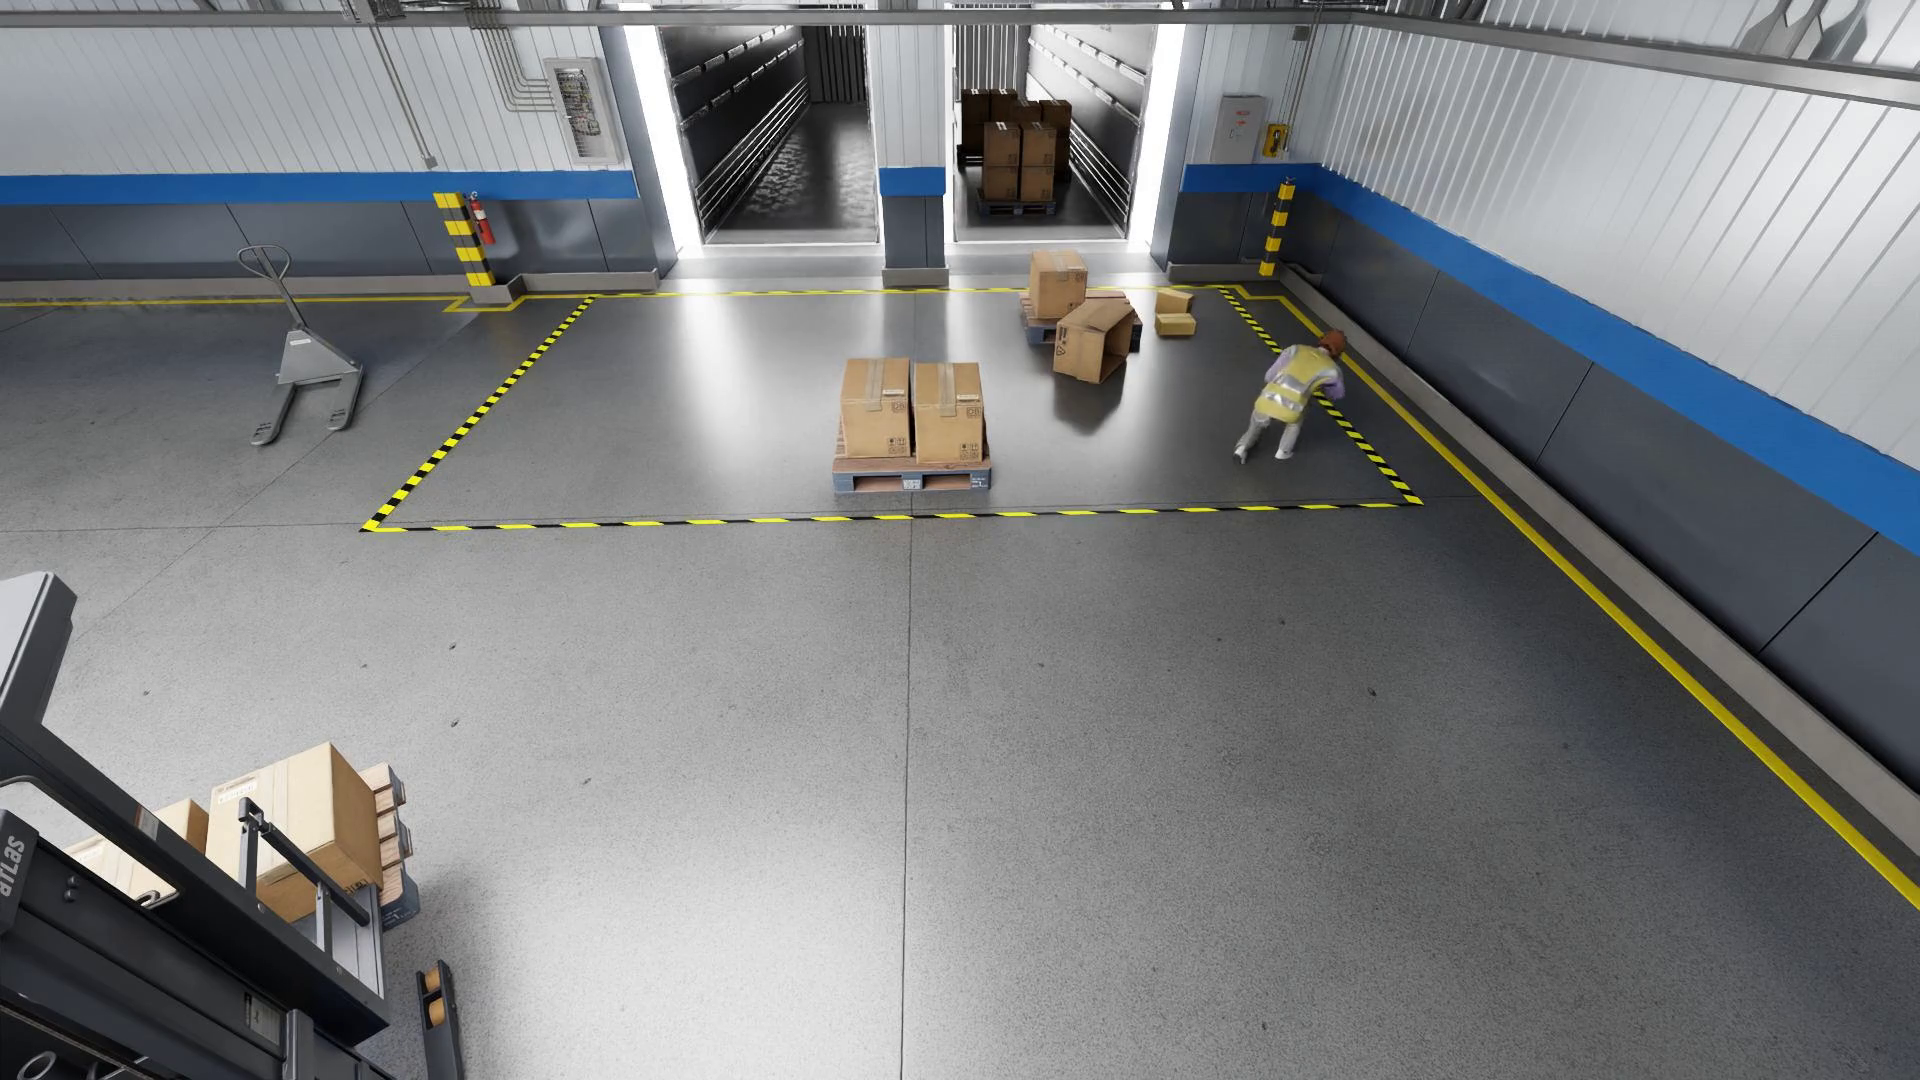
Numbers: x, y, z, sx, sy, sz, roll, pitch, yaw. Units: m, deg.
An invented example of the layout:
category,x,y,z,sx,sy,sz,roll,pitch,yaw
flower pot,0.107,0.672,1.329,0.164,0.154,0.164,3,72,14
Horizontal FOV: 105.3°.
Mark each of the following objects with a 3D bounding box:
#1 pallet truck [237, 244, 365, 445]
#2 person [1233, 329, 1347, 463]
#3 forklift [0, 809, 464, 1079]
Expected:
category,x,y,z,sx,sy,sz,roll,pitch,yaw
pallet truck,-5.915,-1.733,6.366,0.680,1.201,1.601,-18,42,-21
person,2.631,-1.115,5.816,0.615,1.018,0.991,30,47,32
forklift,-1.870,1.524,1.616,0.716,2.013,0.776,-24,44,-27
